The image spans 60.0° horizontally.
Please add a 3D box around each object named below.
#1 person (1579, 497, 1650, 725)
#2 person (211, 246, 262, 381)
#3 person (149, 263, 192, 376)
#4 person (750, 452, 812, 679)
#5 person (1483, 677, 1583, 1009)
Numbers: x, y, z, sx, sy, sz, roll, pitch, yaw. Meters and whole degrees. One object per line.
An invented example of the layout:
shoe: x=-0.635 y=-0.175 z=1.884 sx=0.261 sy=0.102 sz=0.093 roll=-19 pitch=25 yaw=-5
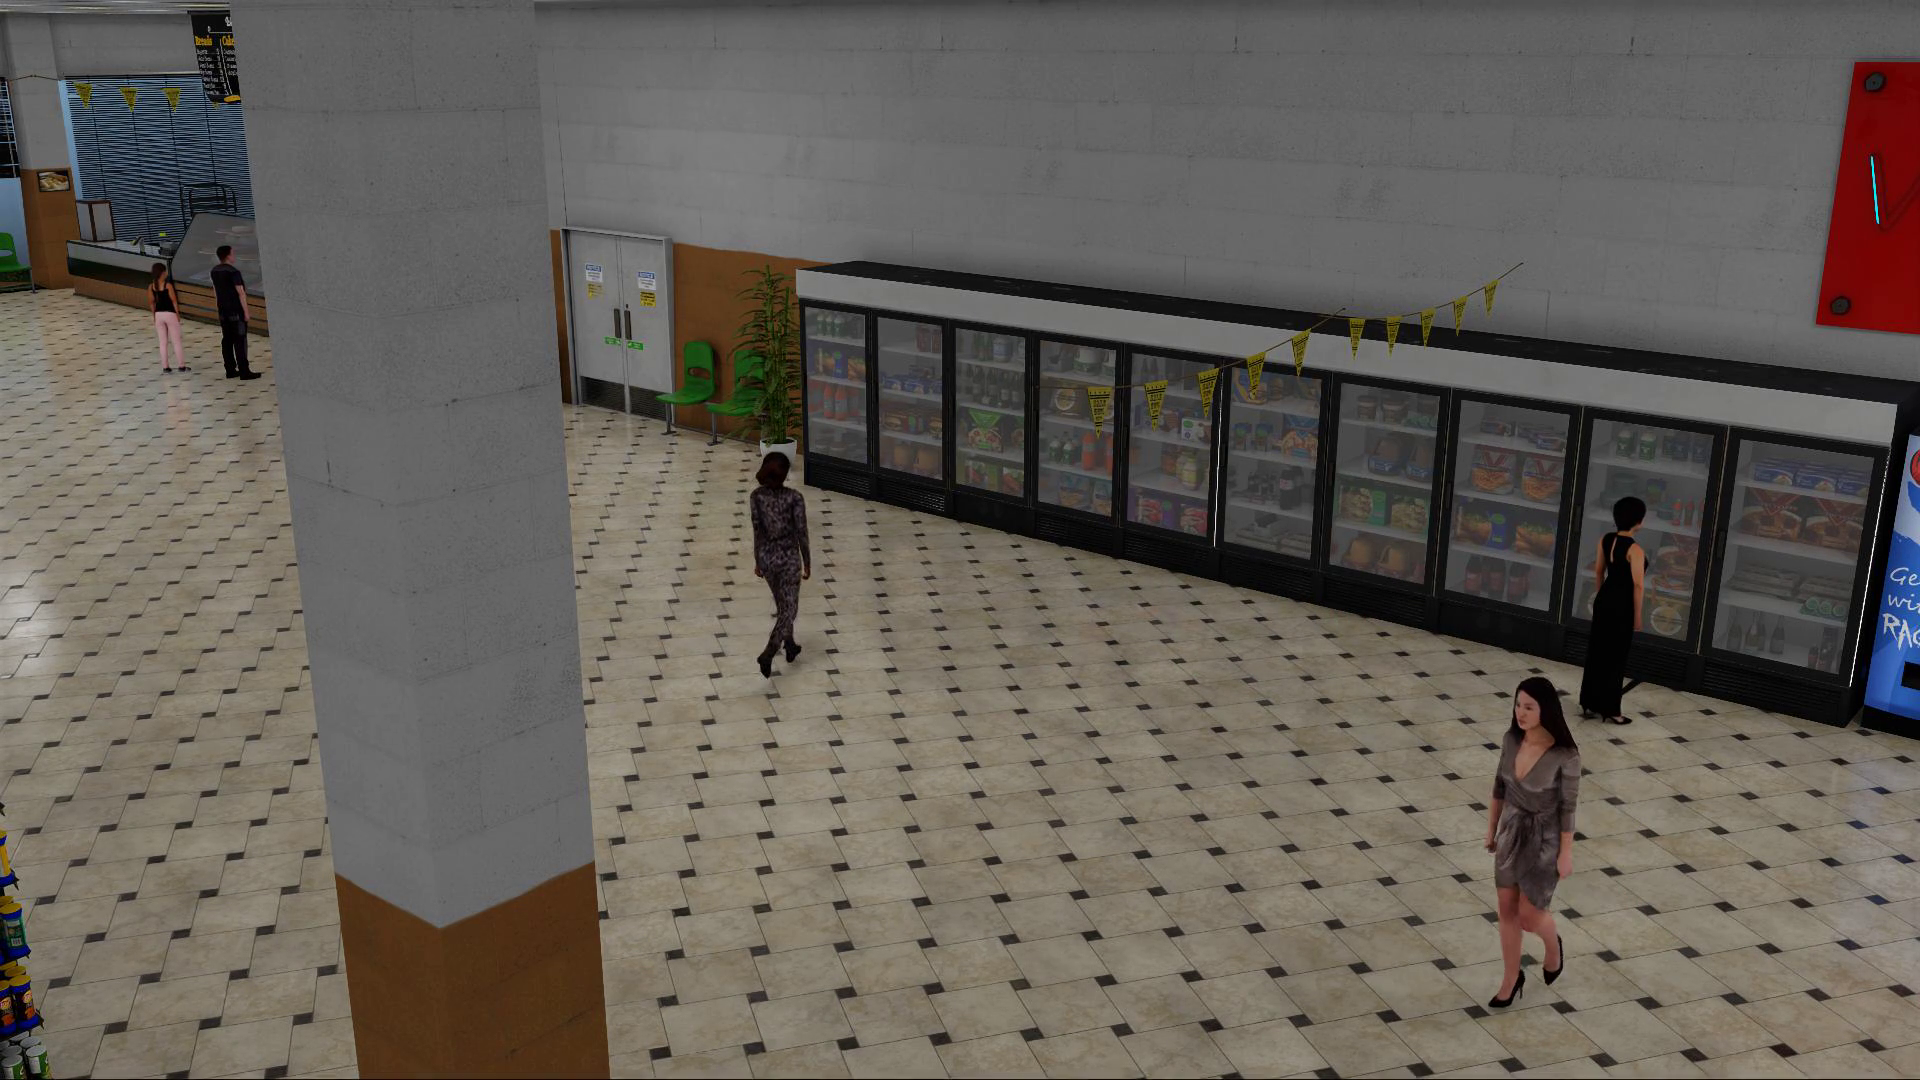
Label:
person: x=4.530 y=0.482 z=11.515 sx=0.677 sy=1.603 sz=0.665 roll=-6 pitch=18 yaw=-19
person: x=-10.112 y=-3.164 z=23.107 sx=0.768 sy=1.845 sz=0.656 roll=9 pitch=19 yaw=28
person: x=-11.192 y=-3.123 z=23.456 sx=0.624 sy=1.564 sz=0.681 roll=-1 pitch=17 yaw=-4
person: x=-1.353 y=0.206 z=12.278 sx=0.886 sy=1.687 sz=1.172 roll=5 pitch=18 yaw=15
person: x=2.810 y=1.467 z=8.044 sx=0.788 sy=1.735 sz=0.708 roll=-12 pitch=20 yaw=-34
